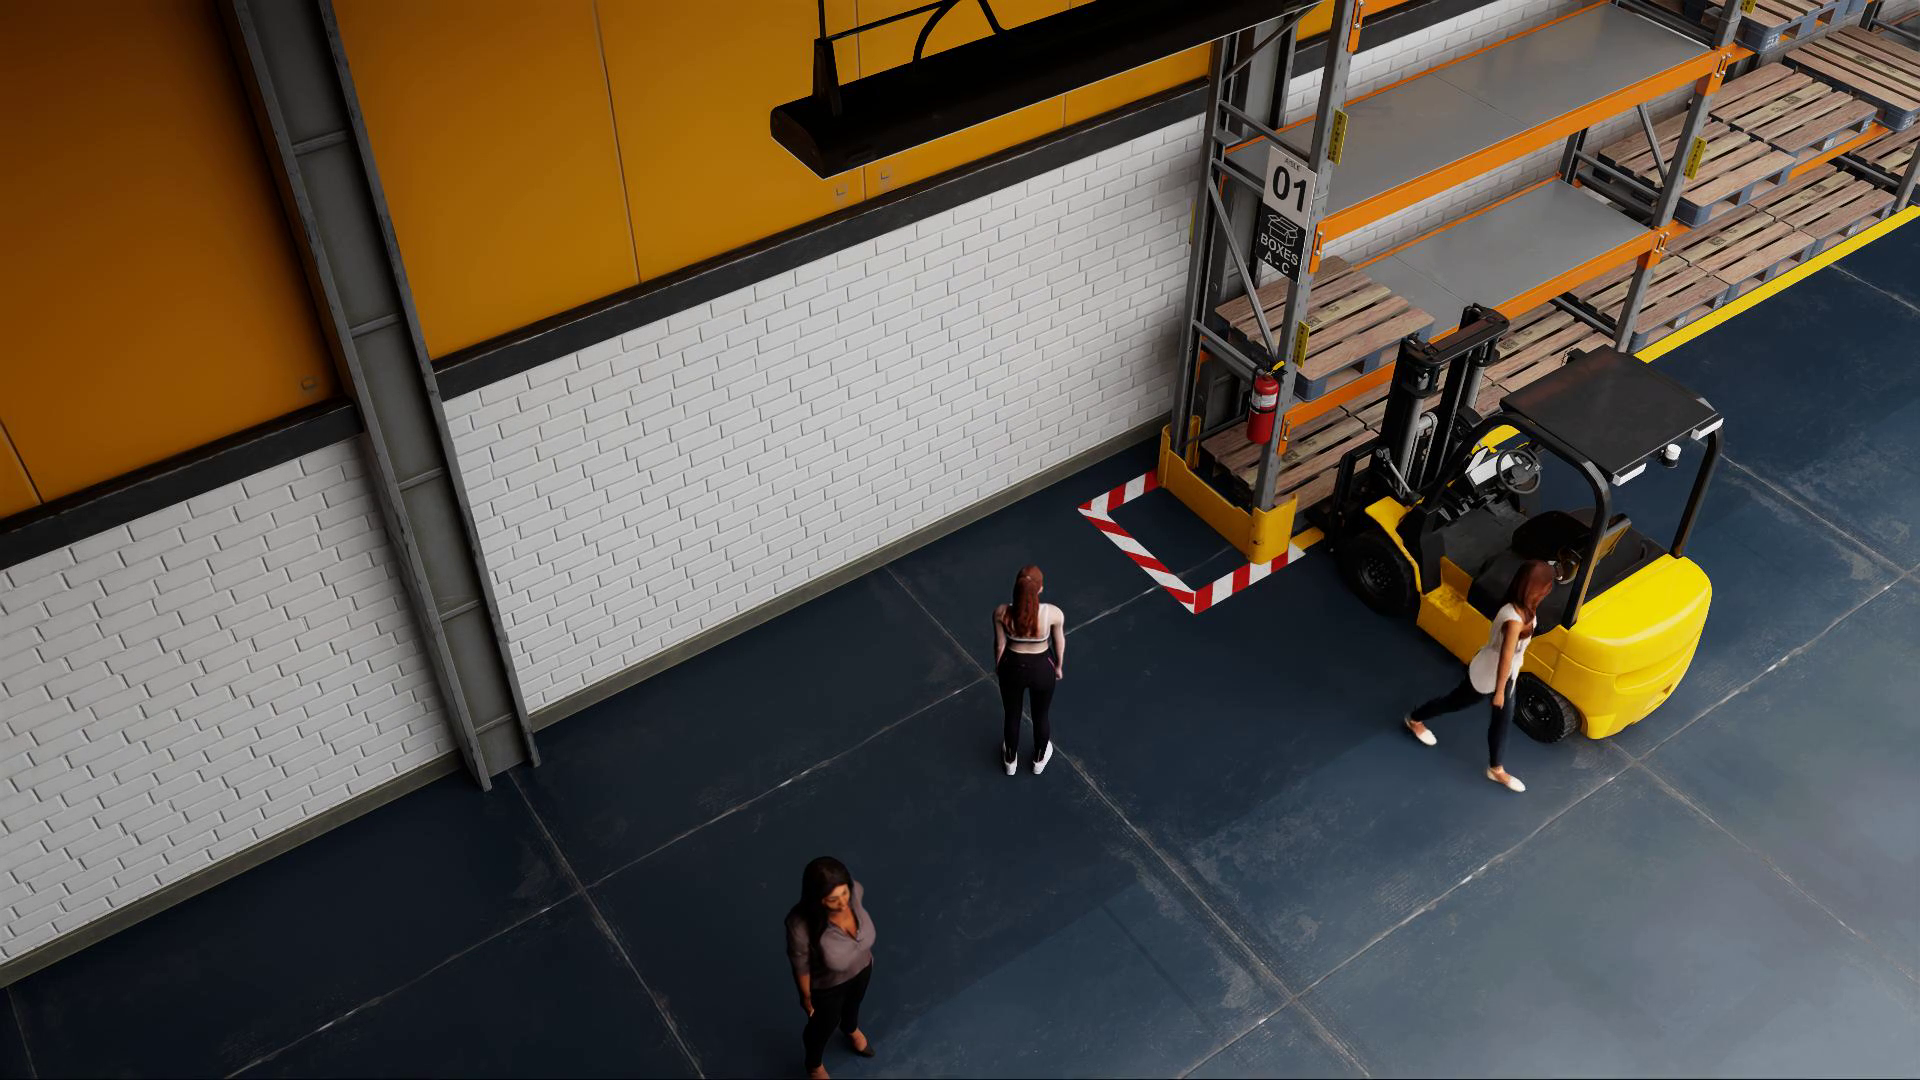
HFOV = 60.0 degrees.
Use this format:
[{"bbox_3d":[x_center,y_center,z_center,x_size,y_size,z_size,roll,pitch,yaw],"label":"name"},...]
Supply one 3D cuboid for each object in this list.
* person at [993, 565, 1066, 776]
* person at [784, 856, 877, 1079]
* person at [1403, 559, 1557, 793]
[{"bbox_3d":[0.409,0.804,10.115,0.654,1.741,0.732,3,44,3],"label":"person"},{"bbox_3d":[-0.659,2.221,8.554,0.761,1.842,0.614,31,52,29],"label":"person"},{"bbox_3d":[3.150,0.775,10.148,0.928,1.737,1.106,25,49,24],"label":"person"}]
